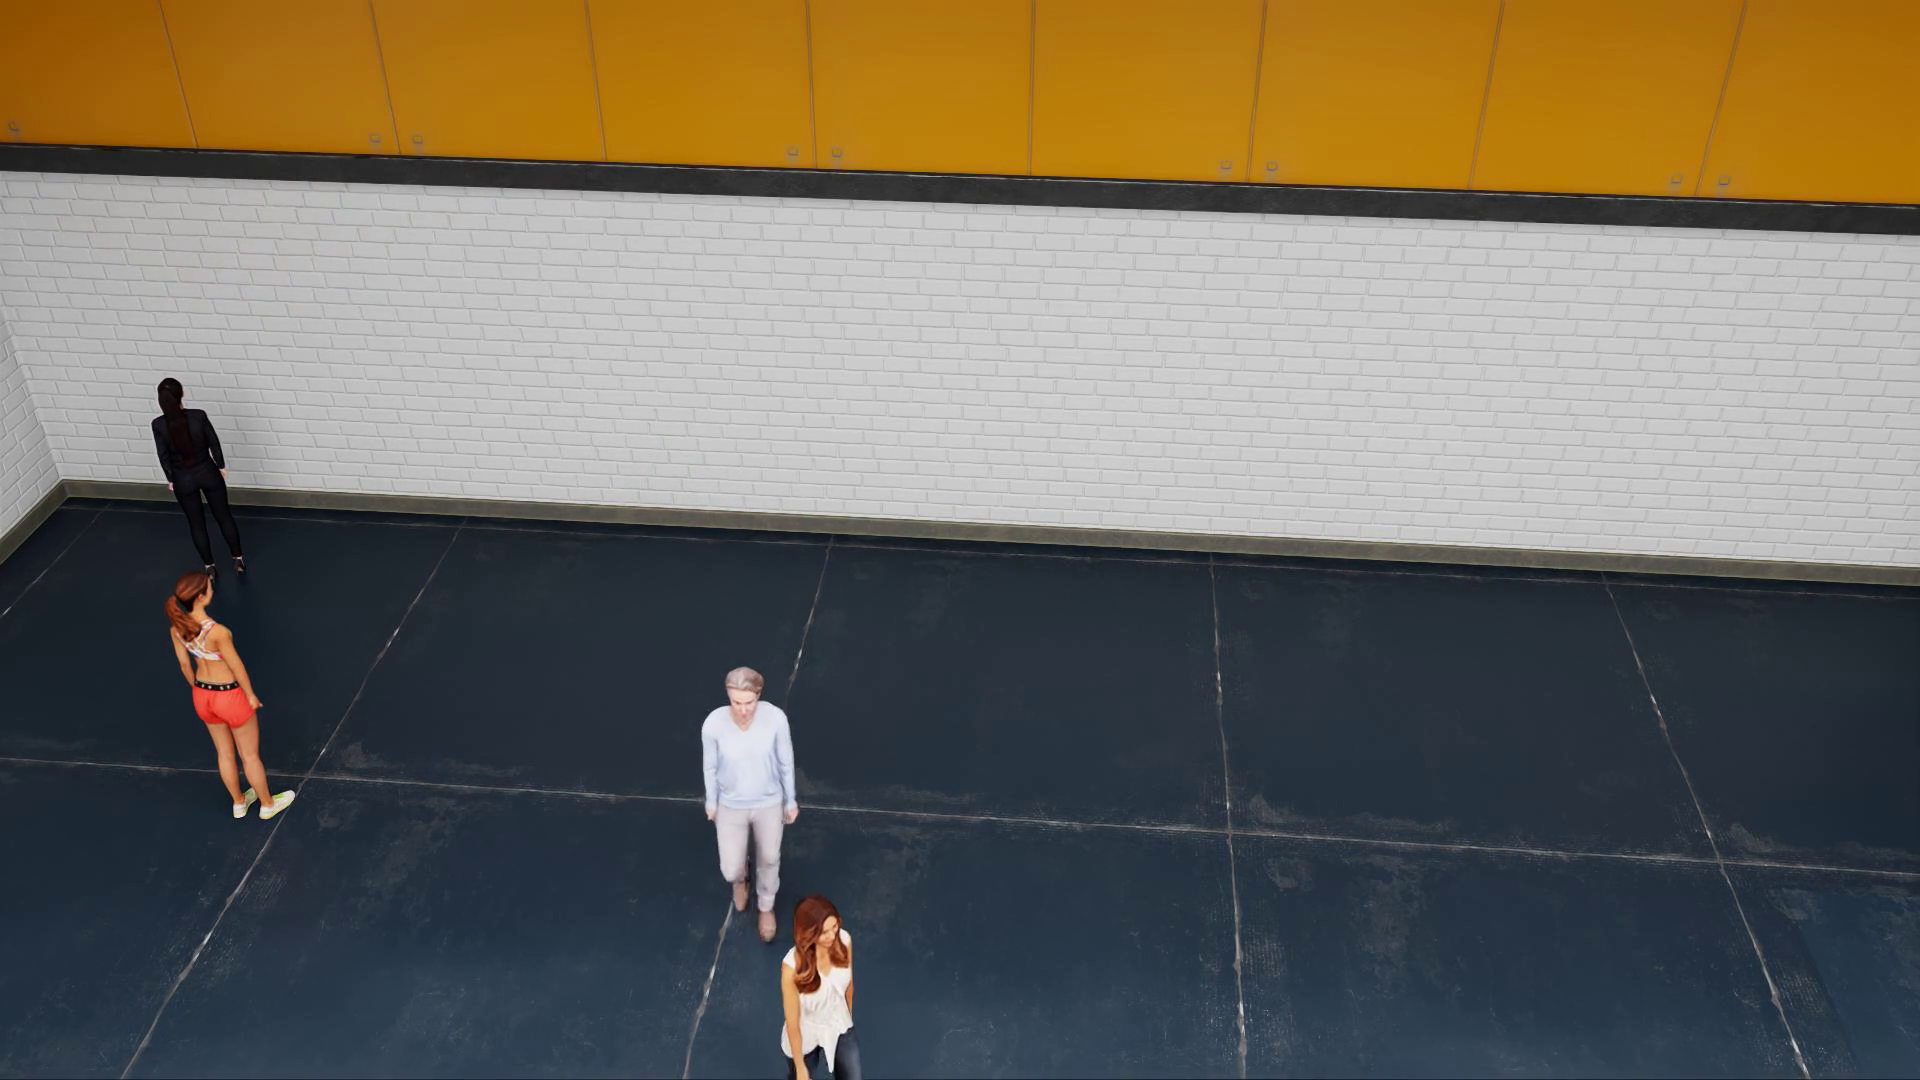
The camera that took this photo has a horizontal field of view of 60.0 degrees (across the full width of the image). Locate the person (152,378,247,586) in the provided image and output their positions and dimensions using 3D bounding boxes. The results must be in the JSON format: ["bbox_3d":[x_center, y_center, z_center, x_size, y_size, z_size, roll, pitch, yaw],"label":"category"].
[{"bbox_3d":[-5.662,-0.450,12.358,0.646,1.712,0.658,-16,37,-22],"label":"person"}]

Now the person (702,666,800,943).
[{"bbox_3d":[-1.191,1.423,9.385,0.775,1.884,0.829,-6,34,-8],"label":"person"}]

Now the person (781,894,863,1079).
[{"bbox_3d":[-0.750,2.351,8.108,1.002,1.752,1.081,-22,40,-30],"label":"person"}]

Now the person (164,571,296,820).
[{"bbox_3d":[-4.501,0.976,10.147,0.613,1.787,0.592,9,35,13],"label":"person"}]
